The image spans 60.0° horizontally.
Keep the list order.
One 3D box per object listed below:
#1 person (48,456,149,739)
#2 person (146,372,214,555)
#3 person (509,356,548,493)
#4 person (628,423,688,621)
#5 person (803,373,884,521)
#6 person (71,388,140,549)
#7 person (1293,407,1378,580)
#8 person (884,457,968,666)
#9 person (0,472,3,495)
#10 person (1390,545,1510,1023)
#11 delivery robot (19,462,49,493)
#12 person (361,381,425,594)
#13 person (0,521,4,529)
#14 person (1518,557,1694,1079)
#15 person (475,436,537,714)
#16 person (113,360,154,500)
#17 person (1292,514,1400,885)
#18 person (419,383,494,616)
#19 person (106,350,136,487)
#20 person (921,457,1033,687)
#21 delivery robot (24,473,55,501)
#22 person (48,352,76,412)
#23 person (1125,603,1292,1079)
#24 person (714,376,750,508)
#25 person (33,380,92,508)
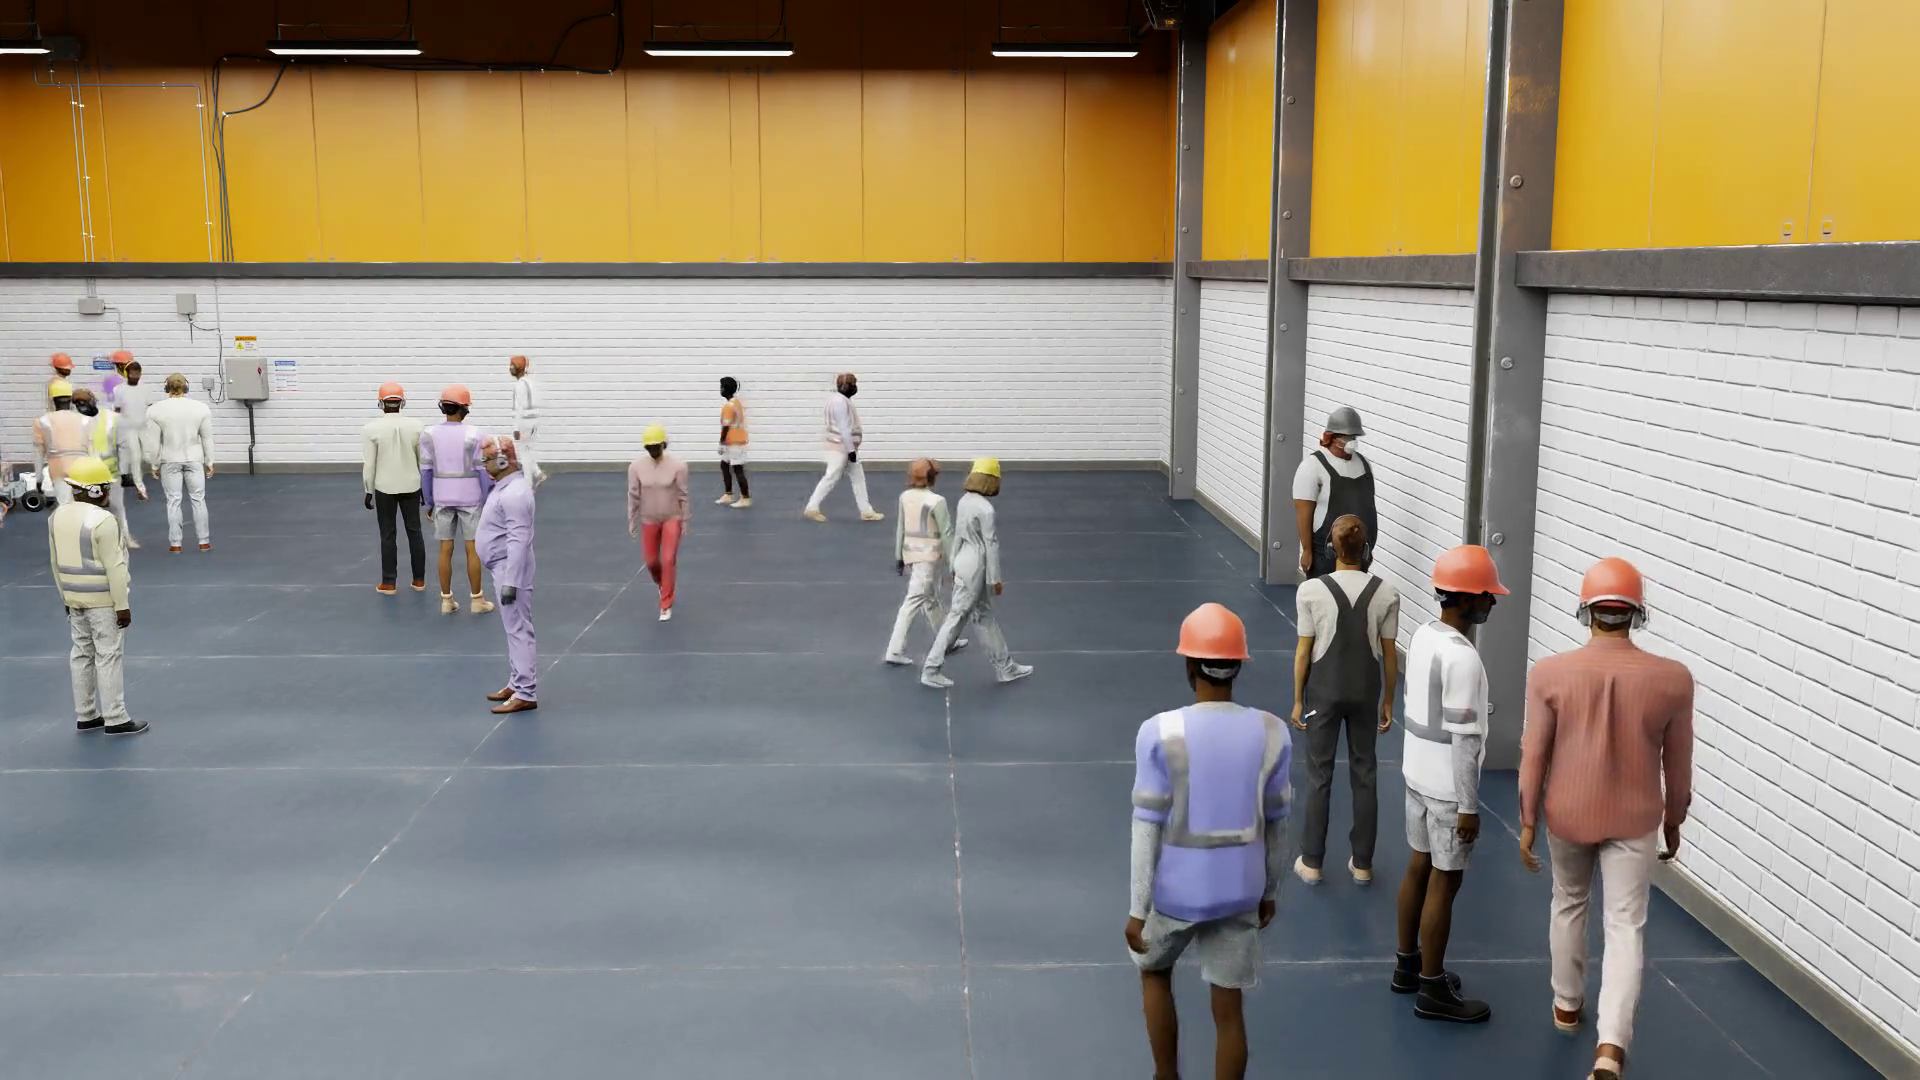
[{"bbox_3d":[-5.592,0.371,10.788,0.601,1.830,0.404,5,10,26],"label":"person"},{"bbox_3d":[-8.281,-0.810,17.704,0.638,1.938,0.357,-5,11,-30],"label":"person"},{"bbox_3d":[-5.903,-1.549,22.430,0.414,1.871,0.606,-1,9,-4],"label":"person"},{"bbox_3d":[-2.612,-0.183,14.516,0.530,1.733,0.652,0,9,0],"label":"person"},{"bbox_3d":[-1.438,-1.106,19.971,0.957,1.803,0.621,1,9,4],"label":"person"},{"bbox_3d":[-9.132,-0.724,17.629,0.638,1.809,0.807,-4,10,-23],"label":"person"},{"bbox_3d":[2.810,0.031,12.232,0.690,2.000,0.538,-5,11,-29],"label":"person"},{"bbox_3d":[-0.269,0.156,12.846,0.892,1.588,0.522,-7,12,-37],"label":"person"},{"bbox_3d":[-10.069,-0.632,16.962,0.505,1.827,0.958,-6,11,-31],"label":"person"},{"bbox_3d":[2.001,0.974,6.767,0.374,1.935,0.552,-1,9,-5],"label":"person"},{"bbox_3d":[-11.685,-0.765,21.375,0.707,0.478,0.477,-5,10,-28],"label":"delivery robot"},{"bbox_3d":[-5.276,-0.490,15.570,0.617,1.994,0.381,-7,11,-36],"label":"person"},{"bbox_3d":[-10.958,-0.885,18.349,0.617,1.891,1.044,2,9,10],"label":"person"},{"bbox_3d":[2.422,1.045,6.262,0.620,1.961,0.964,4,10,21],"label":"person"},{"bbox_3d":[-3.115,0.232,11.435,0.406,1.903,0.636,-3,10,-17],"label":"person"},{"bbox_3d":[-10.885,-1.458,21.965,0.558,1.844,0.647,-9,13,-44],"label":"person"},{"bbox_3d":[1.892,0.792,8.196,0.505,1.841,0.332,0,9,1],"label":"person"},{"bbox_3d":[-4.392,-0.352,14.578,0.615,2.041,0.391,1,9,3],"label":"person"},{"bbox_3d":[-11.616,-1.674,23.045,0.528,1.921,0.563,-1,9,-7],"label":"person"},{"bbox_3d":[0.103,0.236,12.088,0.899,1.675,0.495,-3,10,-18],"label":"person"},{"bbox_3d":[-11.381,-0.702,20.987,0.707,0.478,0.477,-2,9,-13],"label":"delivery robot"},{"bbox_3d":[-12.167,-1.606,22.674,0.535,1.903,0.551,-3,10,-16],"label":"person"},{"bbox_3d":[0.816,1.163,5.663,0.588,1.915,0.611,-2,9,-11],"label":"person"},{"bbox_3d":[-2.944,-1.233,21.078,0.633,1.671,0.552,1,9,5],"label":"person"},{"bbox_3d":[-9.239,-0.710,17.256,0.596,1.893,0.905,-8,12,-39],"label":"person"}]
